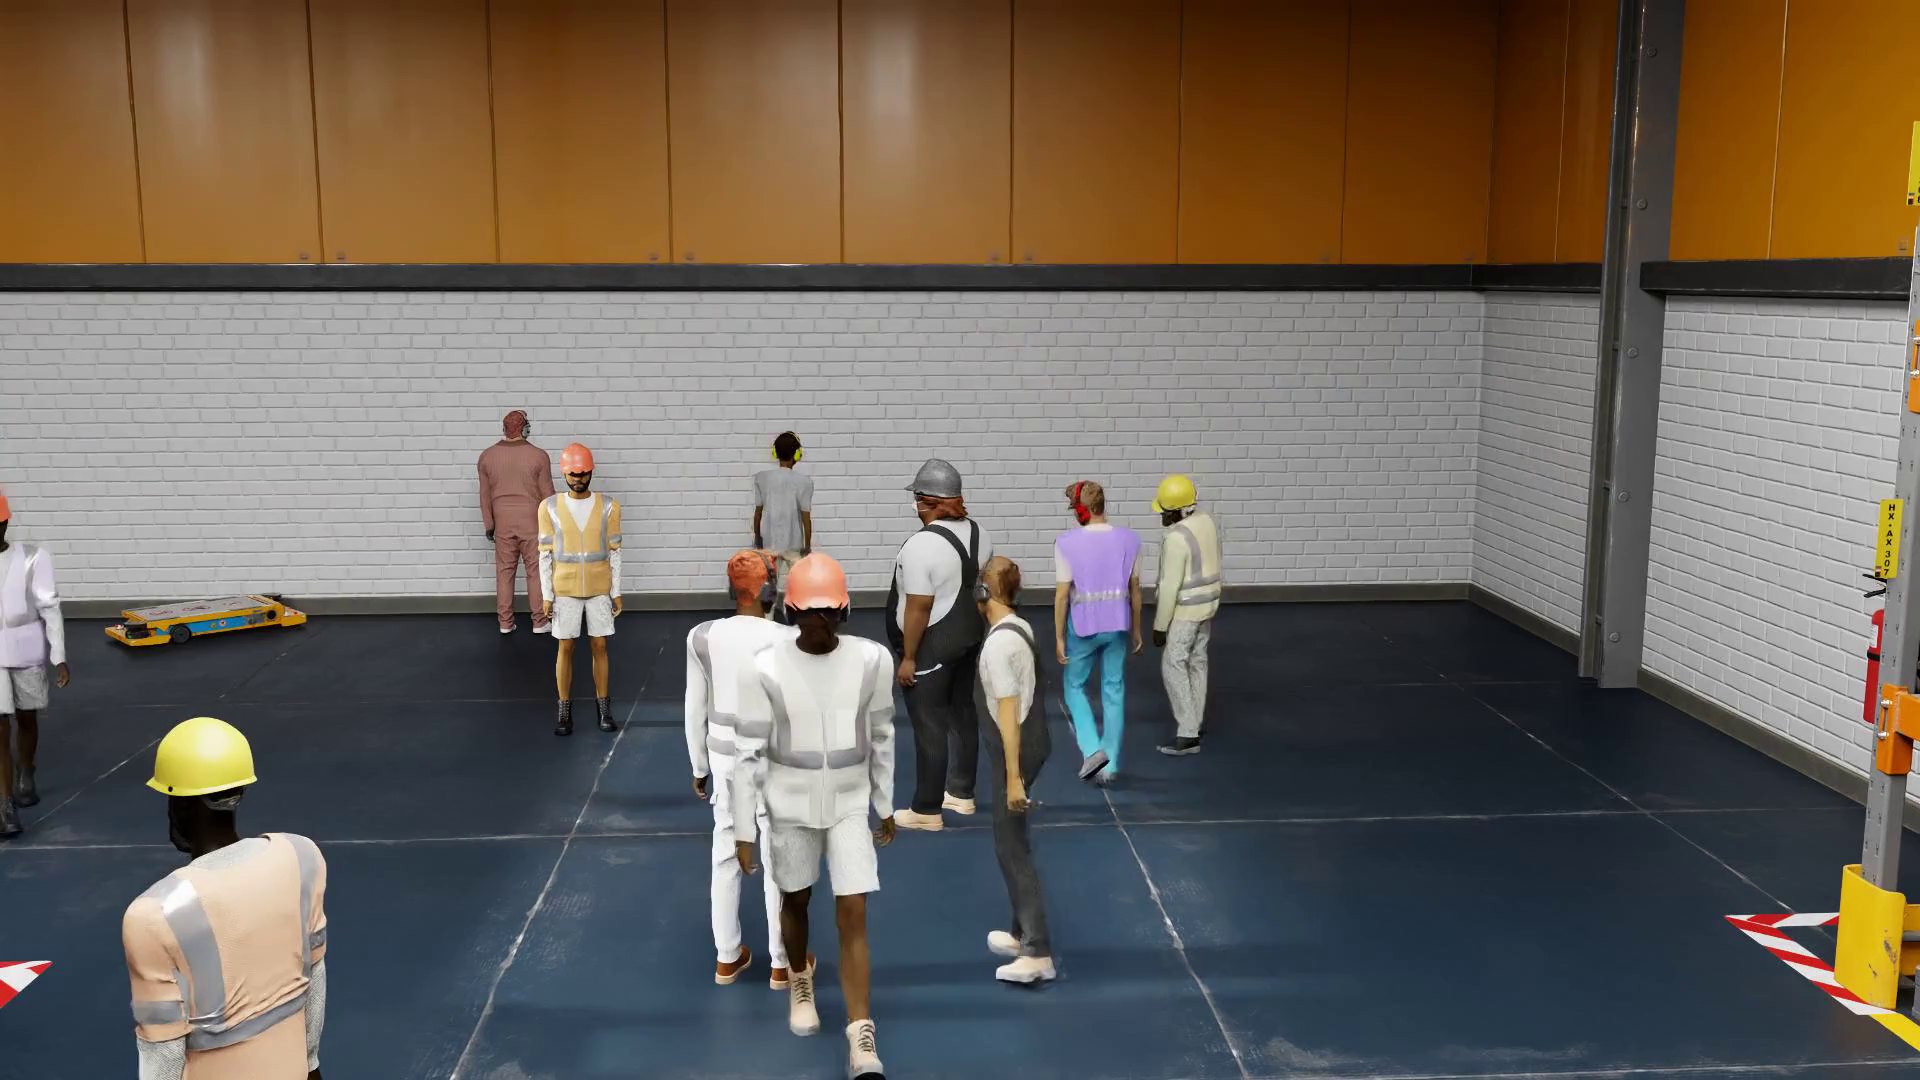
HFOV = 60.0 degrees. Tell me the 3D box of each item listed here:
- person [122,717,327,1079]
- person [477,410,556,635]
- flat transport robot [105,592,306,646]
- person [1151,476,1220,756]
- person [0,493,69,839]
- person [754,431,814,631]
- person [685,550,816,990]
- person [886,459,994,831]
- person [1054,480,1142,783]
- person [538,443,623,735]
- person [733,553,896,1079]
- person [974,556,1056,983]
[{"bbox_3d":[-1.877,1.400,4.283,0.367,1.927,0.584,4,10,22],"label":"person"},{"bbox_3d":[-3.701,-0.142,14.029,0.651,1.907,0.409,1,9,6],"label":"person"},{"bbox_3d":[-6.388,0.661,14.106,1.431,0.197,0.652,-8,12,-42],"label":"flat transport robot"},{"bbox_3d":[1.440,0.466,10.623,0.405,1.784,0.662,6,11,34],"label":"person"},{"bbox_3d":[-5.269,0.641,9.197,0.563,1.891,0.989,-6,11,-32],"label":"person"},{"bbox_3d":[-1.399,0.065,12.988,0.533,1.834,0.938,1,9,7],"label":"person"},{"bbox_3d":[-0.878,0.974,7.089,0.583,1.882,0.337,3,9,16],"label":"person"},{"bbox_3d":[-0.154,0.562,9.185,0.538,2.000,0.687,6,11,35],"label":"person"},{"bbox_3d":[0.835,0.558,9.881,0.609,1.823,0.433,-2,9,-14],"label":"person"},{"bbox_3d":[-2.499,0.324,11.007,0.546,1.938,0.361,-3,9,-18],"label":"person"},{"bbox_3d":[-0.534,1.043,6.325,0.646,1.987,1.048,-2,9,-12],"label":"person"},{"bbox_3d":[0.239,0.989,7.250,0.460,1.801,0.672,2,9,11],"label":"person"}]
